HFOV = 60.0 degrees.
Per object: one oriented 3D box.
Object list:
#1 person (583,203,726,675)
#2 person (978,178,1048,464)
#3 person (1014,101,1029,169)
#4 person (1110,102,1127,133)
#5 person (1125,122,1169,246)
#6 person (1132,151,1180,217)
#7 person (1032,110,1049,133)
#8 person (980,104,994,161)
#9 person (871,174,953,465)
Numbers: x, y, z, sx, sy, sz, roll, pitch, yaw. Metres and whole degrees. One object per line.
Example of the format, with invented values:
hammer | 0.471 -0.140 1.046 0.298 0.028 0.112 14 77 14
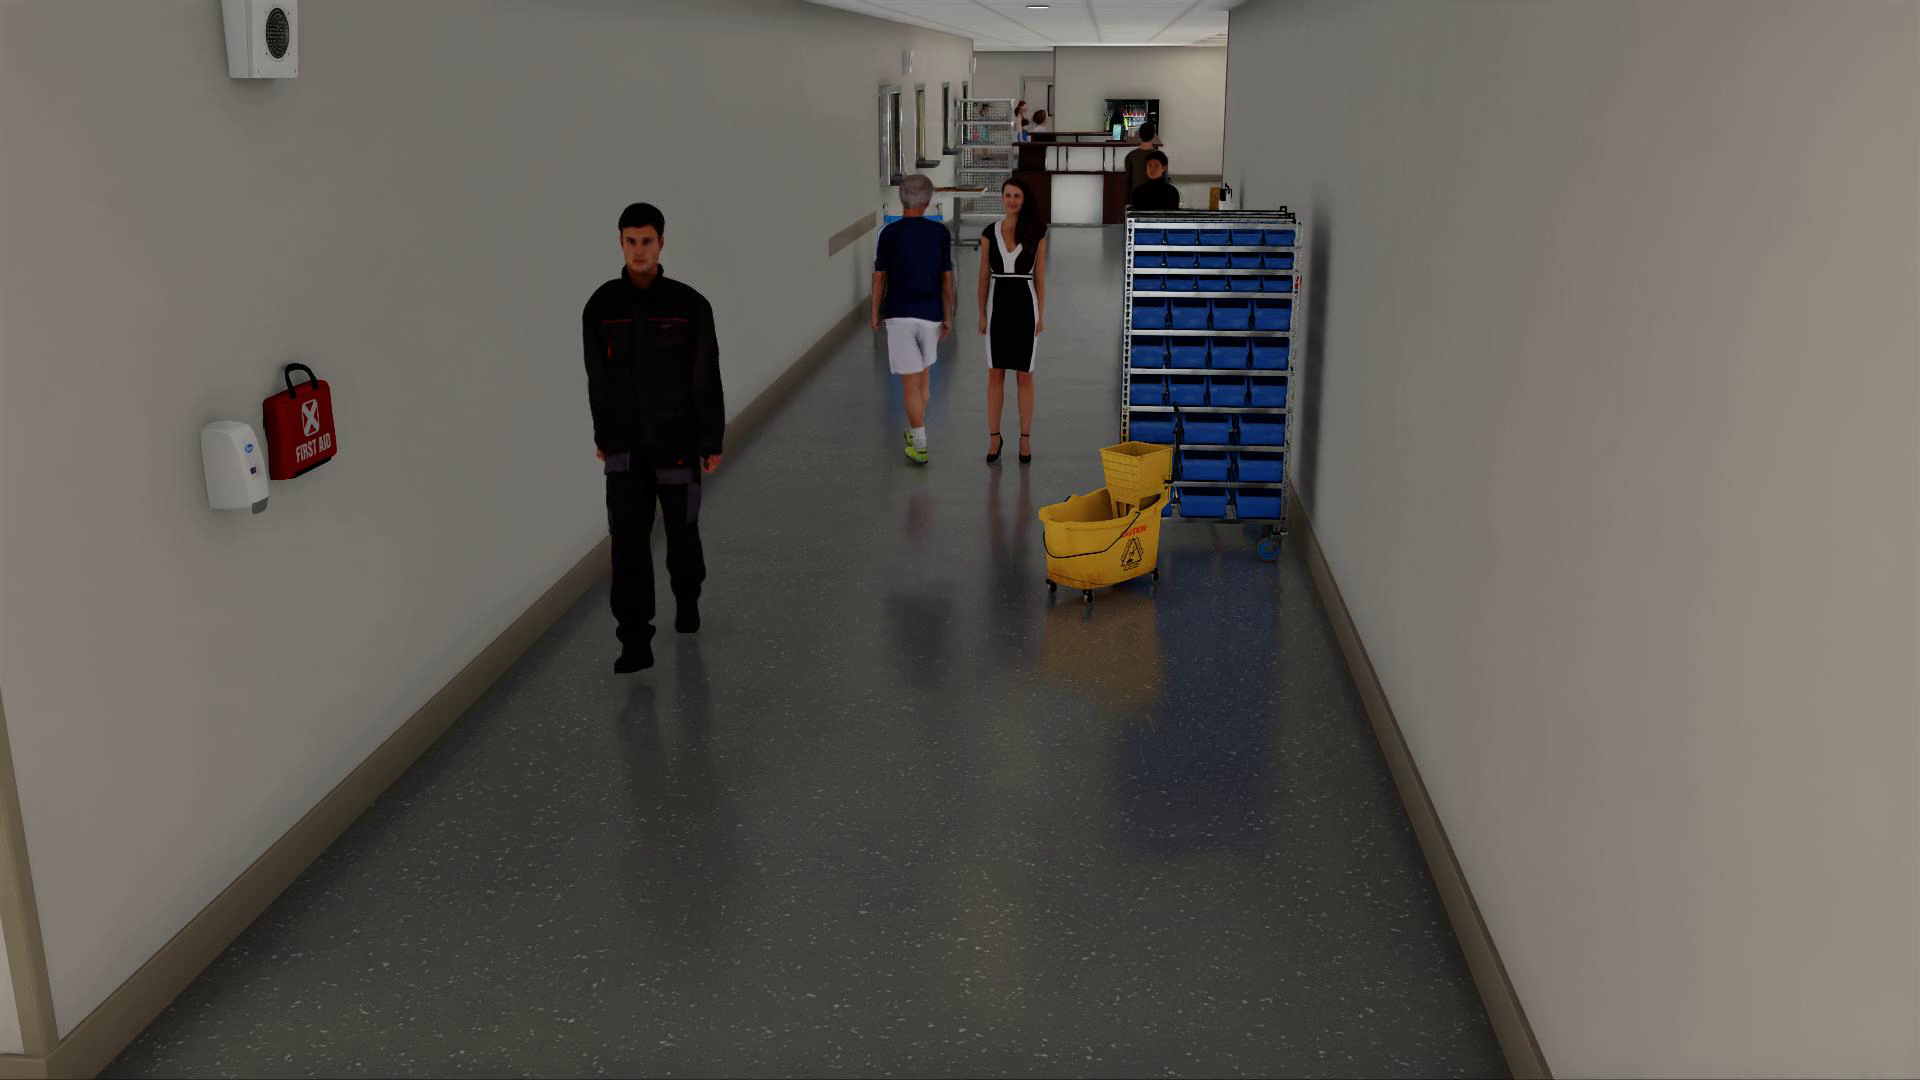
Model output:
person | -1.270 -0.439 7.051 1.181 1.893 0.871 0 16 -1
person | 0.332 -1.394 10.624 0.420 1.794 0.645 2 16 7
person | 1.446 -9.229 38.427 0.645 1.785 0.616 5 16 16
person | 3.307 -8.503 35.871 1.231 1.776 0.939 7 17 23
person | 2.119 -3.818 19.067 0.858 1.877 0.759 3 16 10
person | 1.872 -2.833 15.878 0.775 1.711 0.829 8 17 25
person | 1.504 -7.678 33.117 1.200 1.681 0.838 -2 16 -8
person | 0.728 -11.526 46.994 0.629 1.558 0.612 -3 16 -12
person | -0.266 -1.382 10.565 0.933 1.801 0.920 -6 17 -20
